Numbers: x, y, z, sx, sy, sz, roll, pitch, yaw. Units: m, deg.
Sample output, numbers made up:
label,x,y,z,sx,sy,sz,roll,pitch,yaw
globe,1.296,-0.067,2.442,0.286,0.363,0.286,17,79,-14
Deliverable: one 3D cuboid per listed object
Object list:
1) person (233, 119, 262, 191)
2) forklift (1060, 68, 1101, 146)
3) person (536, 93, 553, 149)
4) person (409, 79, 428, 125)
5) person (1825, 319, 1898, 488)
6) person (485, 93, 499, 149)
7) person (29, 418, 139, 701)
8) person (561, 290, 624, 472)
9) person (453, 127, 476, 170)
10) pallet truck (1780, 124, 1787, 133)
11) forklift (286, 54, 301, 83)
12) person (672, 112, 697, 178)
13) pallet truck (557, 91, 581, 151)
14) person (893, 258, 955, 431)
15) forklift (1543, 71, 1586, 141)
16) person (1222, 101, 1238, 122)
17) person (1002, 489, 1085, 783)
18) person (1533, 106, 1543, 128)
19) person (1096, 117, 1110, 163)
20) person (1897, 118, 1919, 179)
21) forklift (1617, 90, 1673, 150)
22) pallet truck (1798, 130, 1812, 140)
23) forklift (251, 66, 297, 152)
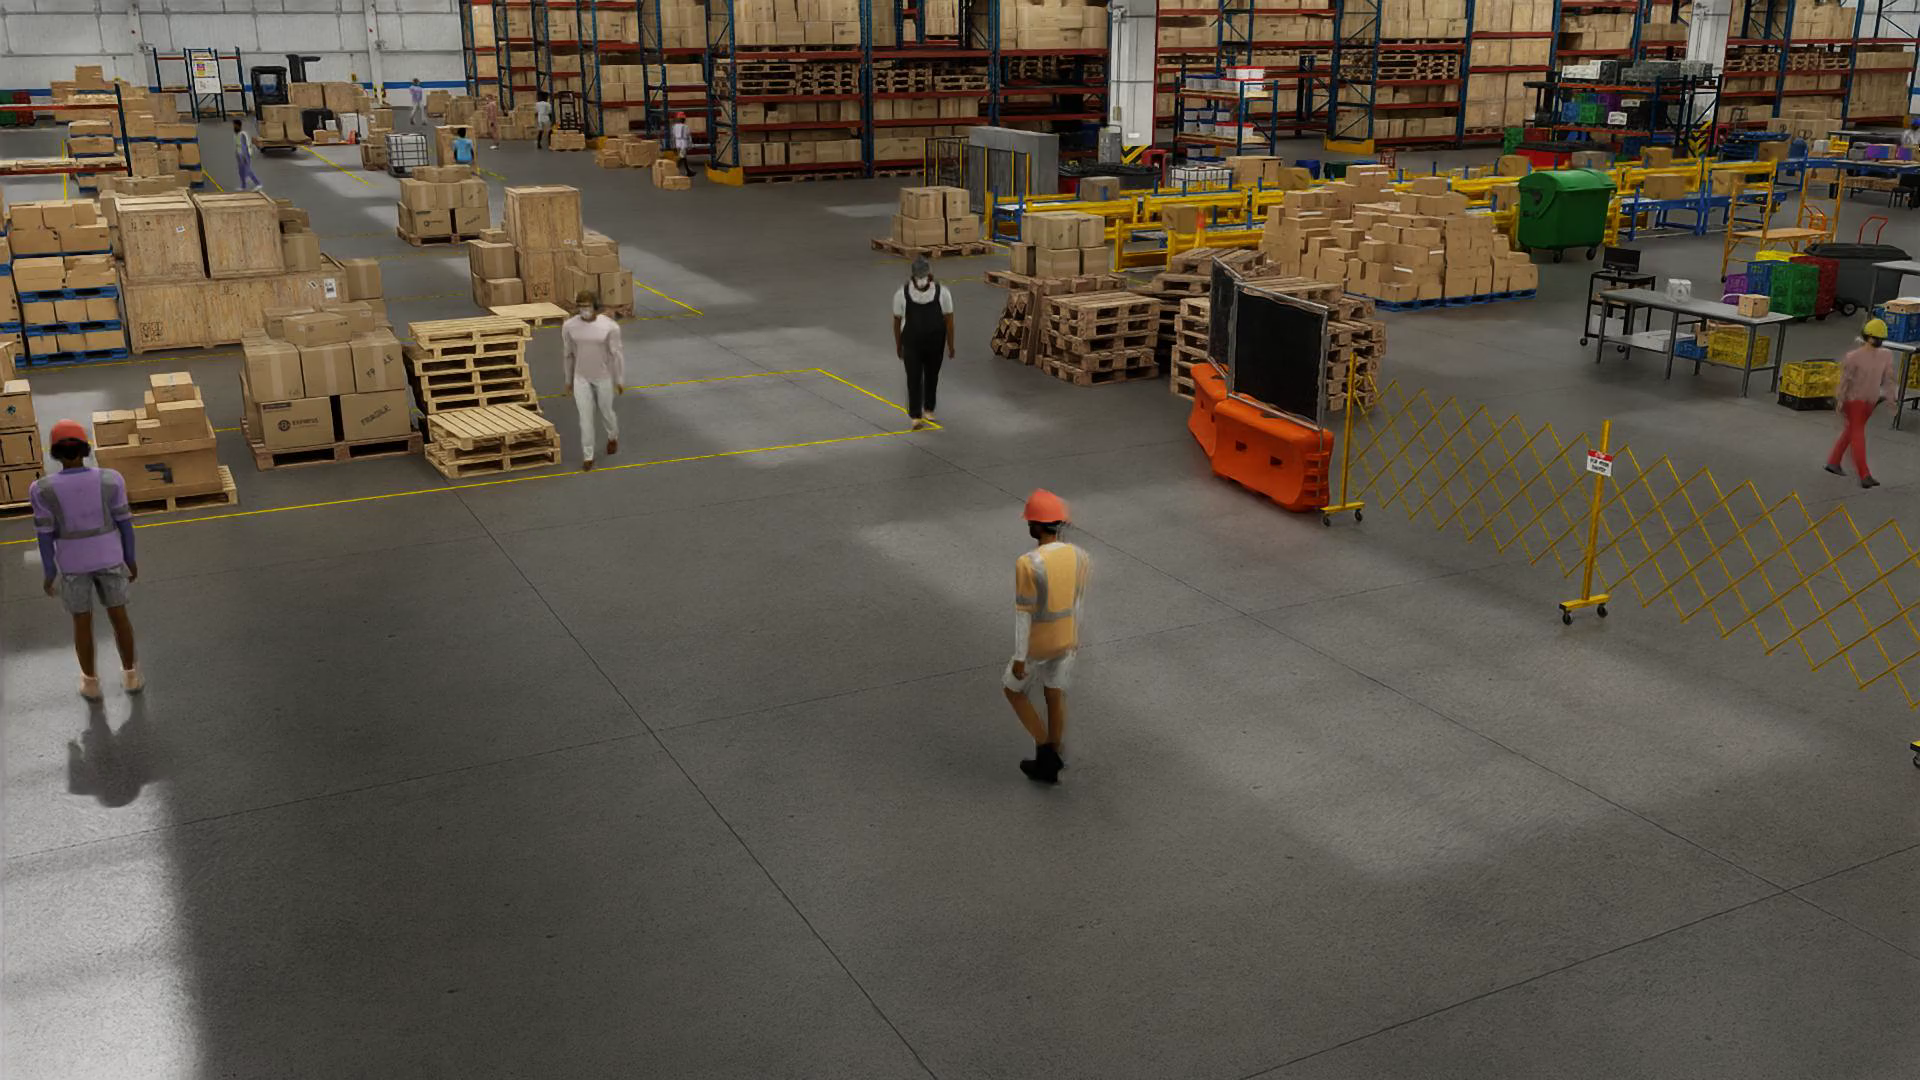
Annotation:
label,x,y,z,sx,sy,sz,roll,pitch,yaw
person,-19.232,-10.334,44.663,0.552,1.897,0.723,-13,22,-34
forklift,3.646,-14.029,54.571,1.873,2.768,1.129,-9,20,-26
person,-14.393,-14.582,57.862,0.677,1.902,0.984,7,19,20
person,-22.700,-18.297,69.463,0.871,1.897,0.633,12,22,34
person,9.332,-1.424,17.142,0.535,1.717,0.903,-4,18,-12
person,-16.308,-14.594,57.906,0.402,1.904,0.652,-4,18,-13
person,-6.168,0.141,11.774,0.632,2.036,0.453,-11,21,-32
person,-3.927,-1.746,17.868,0.654,1.909,0.814,0,18,-1
person,-13.283,-10.211,44.607,0.541,1.684,0.391,-1,18,-2
pallet truck,25.206,-12.542,52.601,1.601,1.201,0.680,0,18,-2
forklift,-28.179,-19.172,70.605,1.873,2.768,1.129,-9,20,-26
person,-7.969,-11.300,47.685,0.563,1.891,1.018,13,22,35
pallet truck,-13.495,-14.412,57.188,0.823,1.965,1.885,-3,18,-9
person,-0.415,-2.319,19.416,0.695,2.000,1.009,-2,18,-6
forklift,18.685,-13.231,52.085,1.873,2.768,1.129,-9,20,-26
person,10.546,-16.841,64.962,0.653,1.881,0.853,10,21,30
person,0.512,0.622,10.434,0.577,1.923,0.400,-15,23,-39
person,19.068,-13.420,54.669,0.886,1.634,0.565,-8,19,-23
person,4.131,-11.558,48.773,0.568,1.682,0.554,-9,20,-25
person,25.561,-10.370,44.713,0.640,1.914,0.617,-7,19,-20
forklift,23.438,-14.723,56.735,1.873,2.768,1.129,-9,20,-26
pallet truck,25.526,-11.556,49.408,1.630,1.274,0.653,-9,20,-26
forklift,-23.496,-14.721,56.728,1.129,2.768,1.873,-9,20,-26
